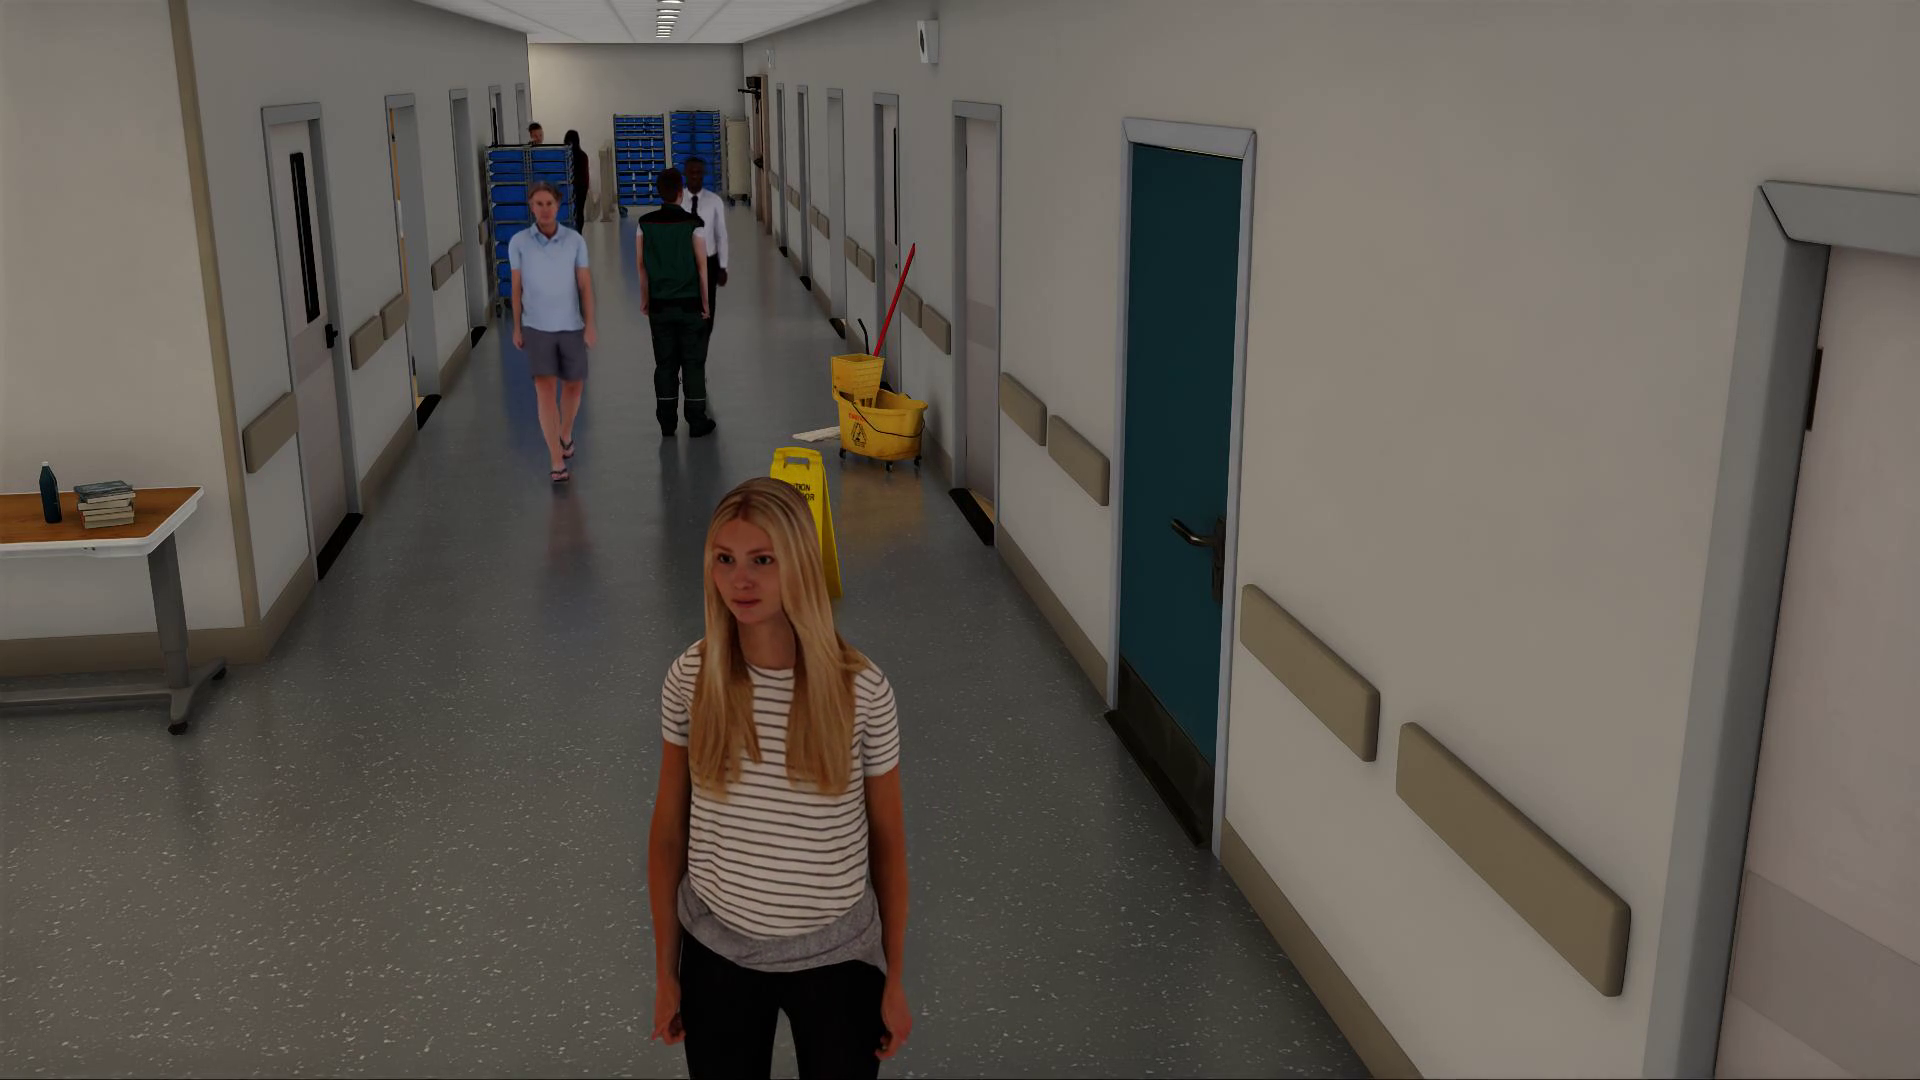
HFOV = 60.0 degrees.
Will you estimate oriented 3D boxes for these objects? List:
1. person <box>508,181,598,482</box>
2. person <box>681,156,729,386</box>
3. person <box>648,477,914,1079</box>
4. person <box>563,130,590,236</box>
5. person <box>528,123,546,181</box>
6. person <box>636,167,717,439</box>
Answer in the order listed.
[{"bbox_3d":[-2.546,-1.316,10.436,0.777,1.800,1.179,-5,17,-18],"label":"person"},{"bbox_3d":[-2.101,-2.130,13.363,0.670,1.780,1.262,-3,16,-10],"label":"person"},{"bbox_3d":[-0.316,0.773,2.983,0.660,1.825,0.601,1,16,3],"label":"person"},{"bbox_3d":[-5.530,-5.053,23.980,0.641,1.644,0.738,-5,17,-19],"label":"person"},{"bbox_3d":[-5.756,-4.684,22.440,1.174,1.768,1.180,6,17,21],"label":"person"},{"bbox_3d":[-1.962,-1.640,11.504,0.708,1.842,0.670,2,16,6],"label":"person"}]
